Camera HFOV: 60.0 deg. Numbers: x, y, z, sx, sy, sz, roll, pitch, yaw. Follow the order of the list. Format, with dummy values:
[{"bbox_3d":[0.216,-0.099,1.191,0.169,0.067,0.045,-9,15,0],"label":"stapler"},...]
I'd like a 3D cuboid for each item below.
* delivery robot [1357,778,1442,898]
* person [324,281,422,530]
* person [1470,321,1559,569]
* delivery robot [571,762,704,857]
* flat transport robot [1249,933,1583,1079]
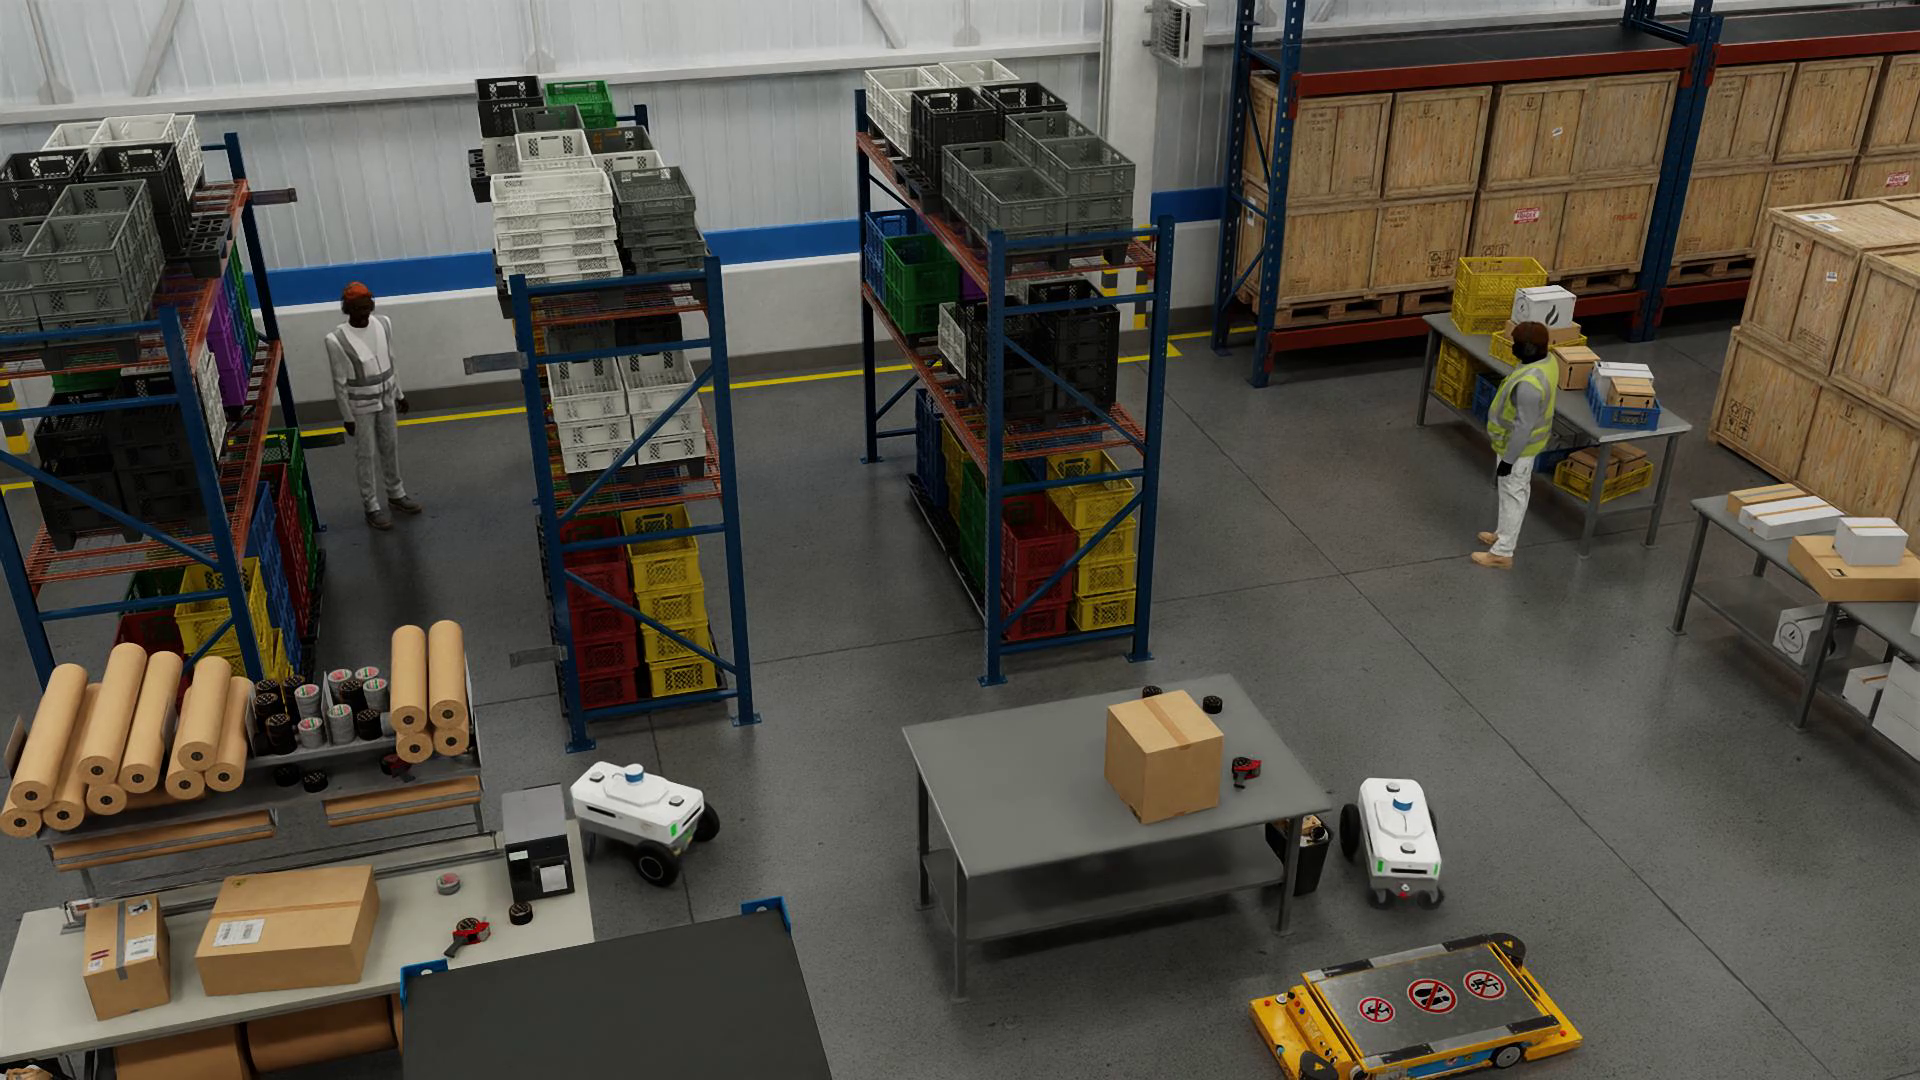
[{"bbox_3d":[2.344,1.568,8.893,0.477,0.478,0.707,2,29,4],"label":"delivery robot"},{"bbox_3d":[-4.344,-1.010,12.310,0.352,1.881,0.576,16,33,27],"label":"person"},{"bbox_3d":[3.925,-0.679,11.756,0.429,1.838,0.620,14,32,23],"label":"person"},{"bbox_3d":[-1.765,1.449,9.111,0.707,0.478,0.477,12,31,21],"label":"delivery robot"},{"bbox_3d":[2.184,2.282,7.980,1.431,0.197,0.652,-8,30,-14],"label":"flat transport robot"}]
